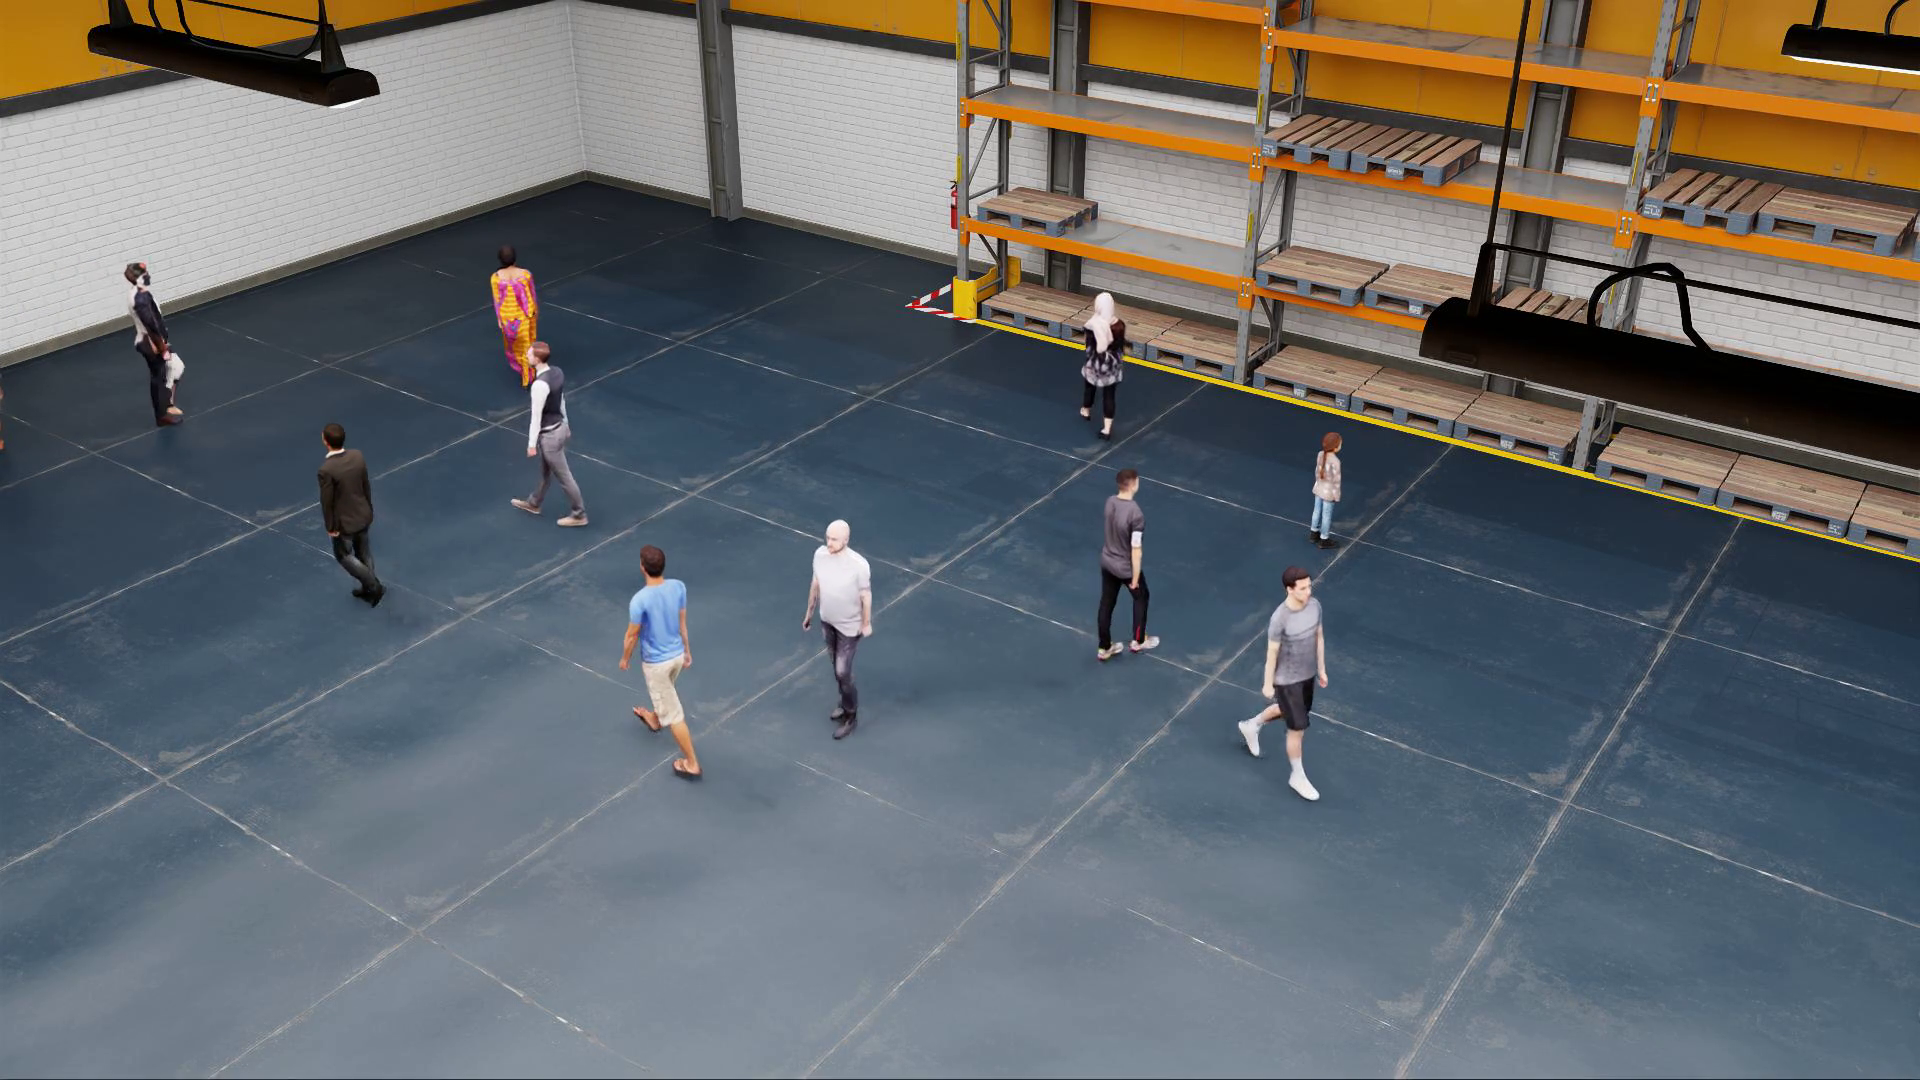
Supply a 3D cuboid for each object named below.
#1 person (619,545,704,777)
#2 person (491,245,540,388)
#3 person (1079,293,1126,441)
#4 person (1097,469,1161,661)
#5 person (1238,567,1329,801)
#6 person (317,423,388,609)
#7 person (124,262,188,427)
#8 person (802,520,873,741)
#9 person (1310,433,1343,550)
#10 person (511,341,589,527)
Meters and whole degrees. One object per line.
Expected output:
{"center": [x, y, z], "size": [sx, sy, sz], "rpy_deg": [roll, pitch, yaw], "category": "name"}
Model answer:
{"center": [-2.207, 0.957, 12.646], "size": [1.243, 1.812, 0.723], "rpy_deg": [22, 35, 34], "category": "person"}
{"center": [-5.148, -2.602, 19.345], "size": [1.147, 1.645, 1.231], "rpy_deg": [-6, 29, -11], "category": "person"}
{"center": [1.580, -1.854, 18.015], "size": [1.002, 1.606, 1.070], "rpy_deg": [-6, 29, -10], "category": "person"}
{"center": [1.290, 0.242, 14.029], "size": [0.823, 1.742, 0.823], "rpy_deg": [-21, 35, -33], "category": "person"}
{"center": [2.452, 0.978, 12.567], "size": [0.890, 1.850, 1.221], "rpy_deg": [-21, 35, -33], "category": "person"}
{"center": [-5.358, -0.189, 14.768], "size": [0.827, 1.791, 0.701], "rpy_deg": [17, 33, 28], "category": "person"}
{"center": [-8.924, -2.117, 18.214], "size": [0.878, 1.877, 0.785], "rpy_deg": [-11, 31, -20], "category": "person"}
{"center": [-0.888, 0.620, 13.261], "size": [0.697, 1.815, 0.760], "rpy_deg": [23, 36, 36], "category": "person"}
{"center": [3.510, -0.486, 15.936], "size": [0.609, 1.194, 0.517], "rpy_deg": [-14, 32, -24], "category": "person"}
{"center": [-3.882, -1.011, 16.151], "size": [1.182, 1.910, 1.008], "rpy_deg": [3, 29, 5], "category": "person"}
